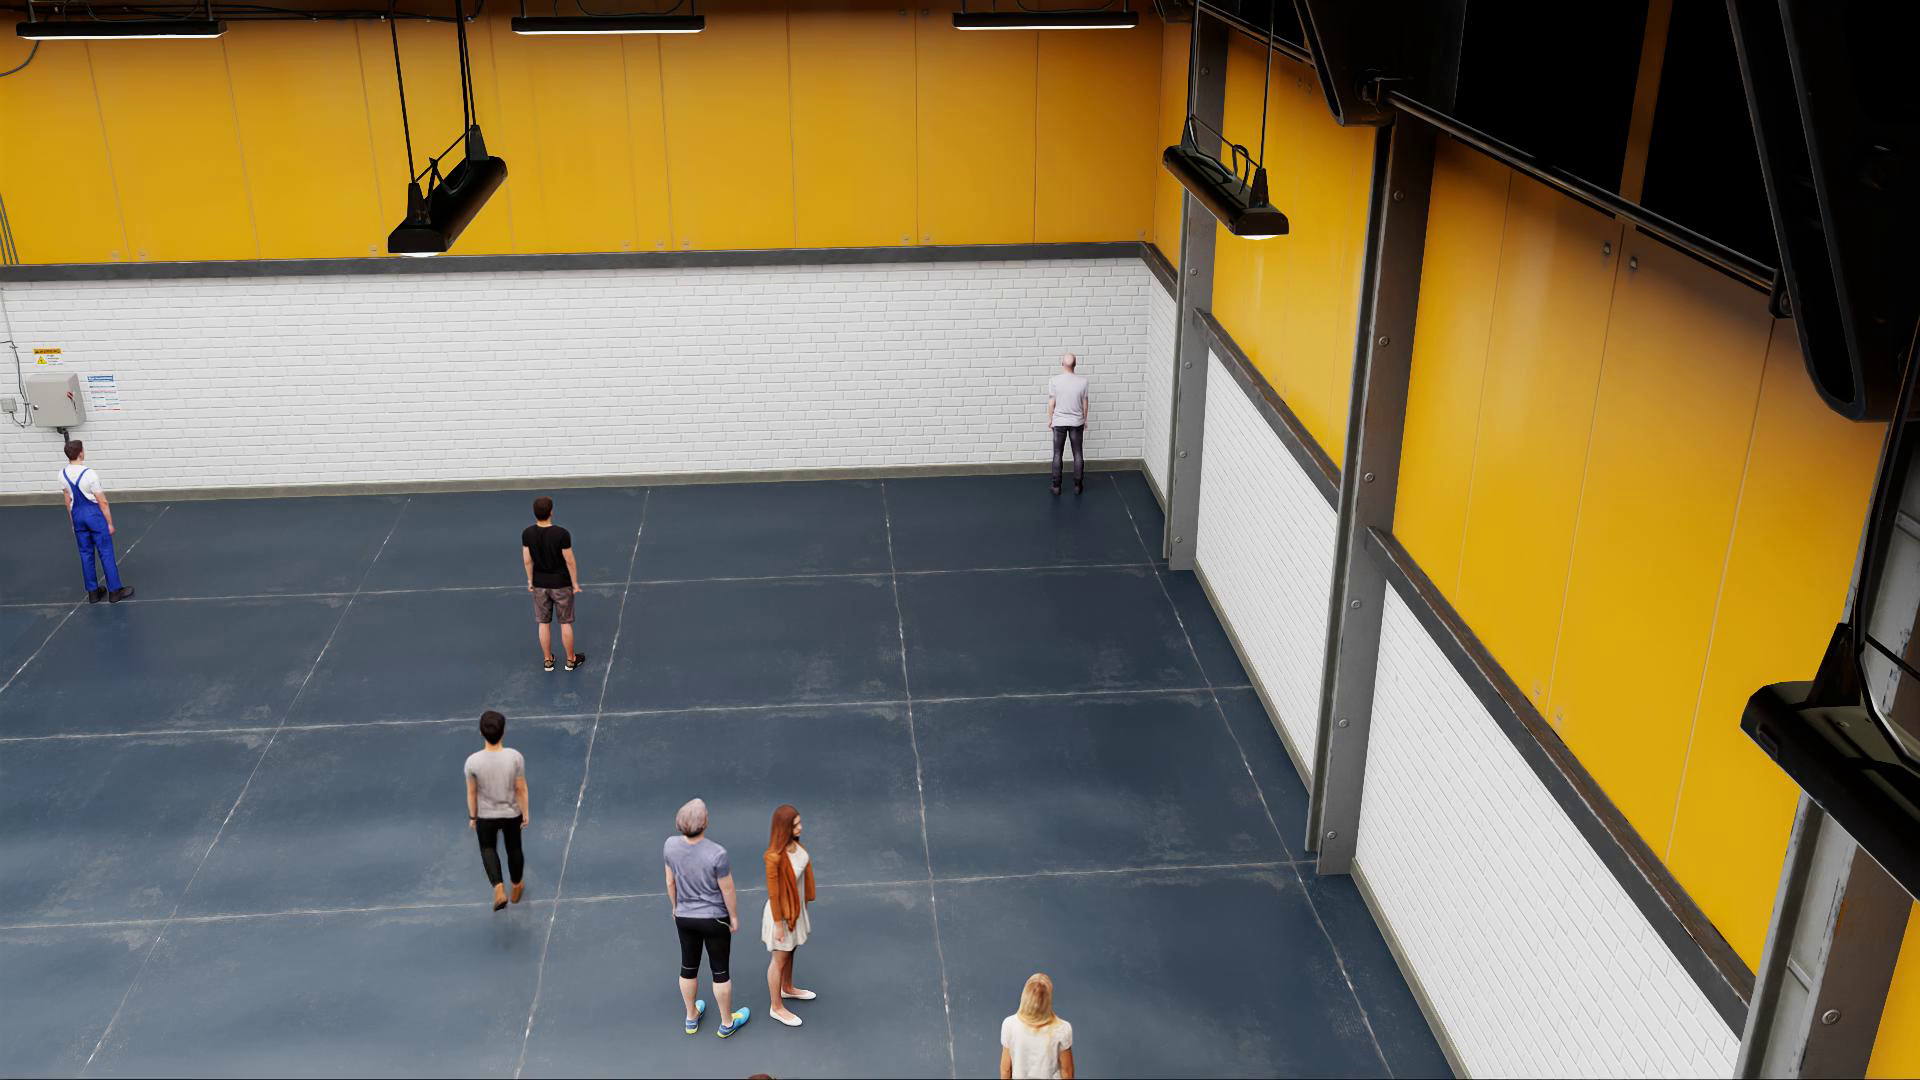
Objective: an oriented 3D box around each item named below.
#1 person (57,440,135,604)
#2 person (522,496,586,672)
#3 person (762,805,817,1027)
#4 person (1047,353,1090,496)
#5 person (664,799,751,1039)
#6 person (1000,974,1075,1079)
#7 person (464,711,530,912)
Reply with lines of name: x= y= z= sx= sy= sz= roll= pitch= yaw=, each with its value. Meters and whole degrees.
person: x=-9.445 y=-0.206 z=18.040 sx=0.658 sy=1.850 sz=0.615 roll=2 pitch=24 yaw=4
person: x=-4.075 y=0.431 z=16.567 sx=0.704 sy=1.862 sz=0.618 roll=1 pitch=24 yaw=2
person: x=-1.234 y=2.609 z=11.762 sx=0.766 sy=1.720 sz=0.626 roll=6 pitch=24 yaw=14
person: x=1.352 y=-1.469 z=20.952 sx=0.665 sy=1.831 sz=0.565 roll=-1 pitch=24 yaw=-2
person: x=-1.783 y=2.618 z=11.532 sx=0.730 sy=1.889 sz=0.711 roll=7 pitch=24 yaw=15
person: x=0.456 y=3.350 z=9.955 sx=0.640 sy=1.809 sz=0.560 roll=2 pitch=24 yaw=6
person: x=-3.566 y=2.141 z=12.847 sx=0.709 sy=1.709 sz=0.865 roll=-7 pitch=24 yaw=-15
